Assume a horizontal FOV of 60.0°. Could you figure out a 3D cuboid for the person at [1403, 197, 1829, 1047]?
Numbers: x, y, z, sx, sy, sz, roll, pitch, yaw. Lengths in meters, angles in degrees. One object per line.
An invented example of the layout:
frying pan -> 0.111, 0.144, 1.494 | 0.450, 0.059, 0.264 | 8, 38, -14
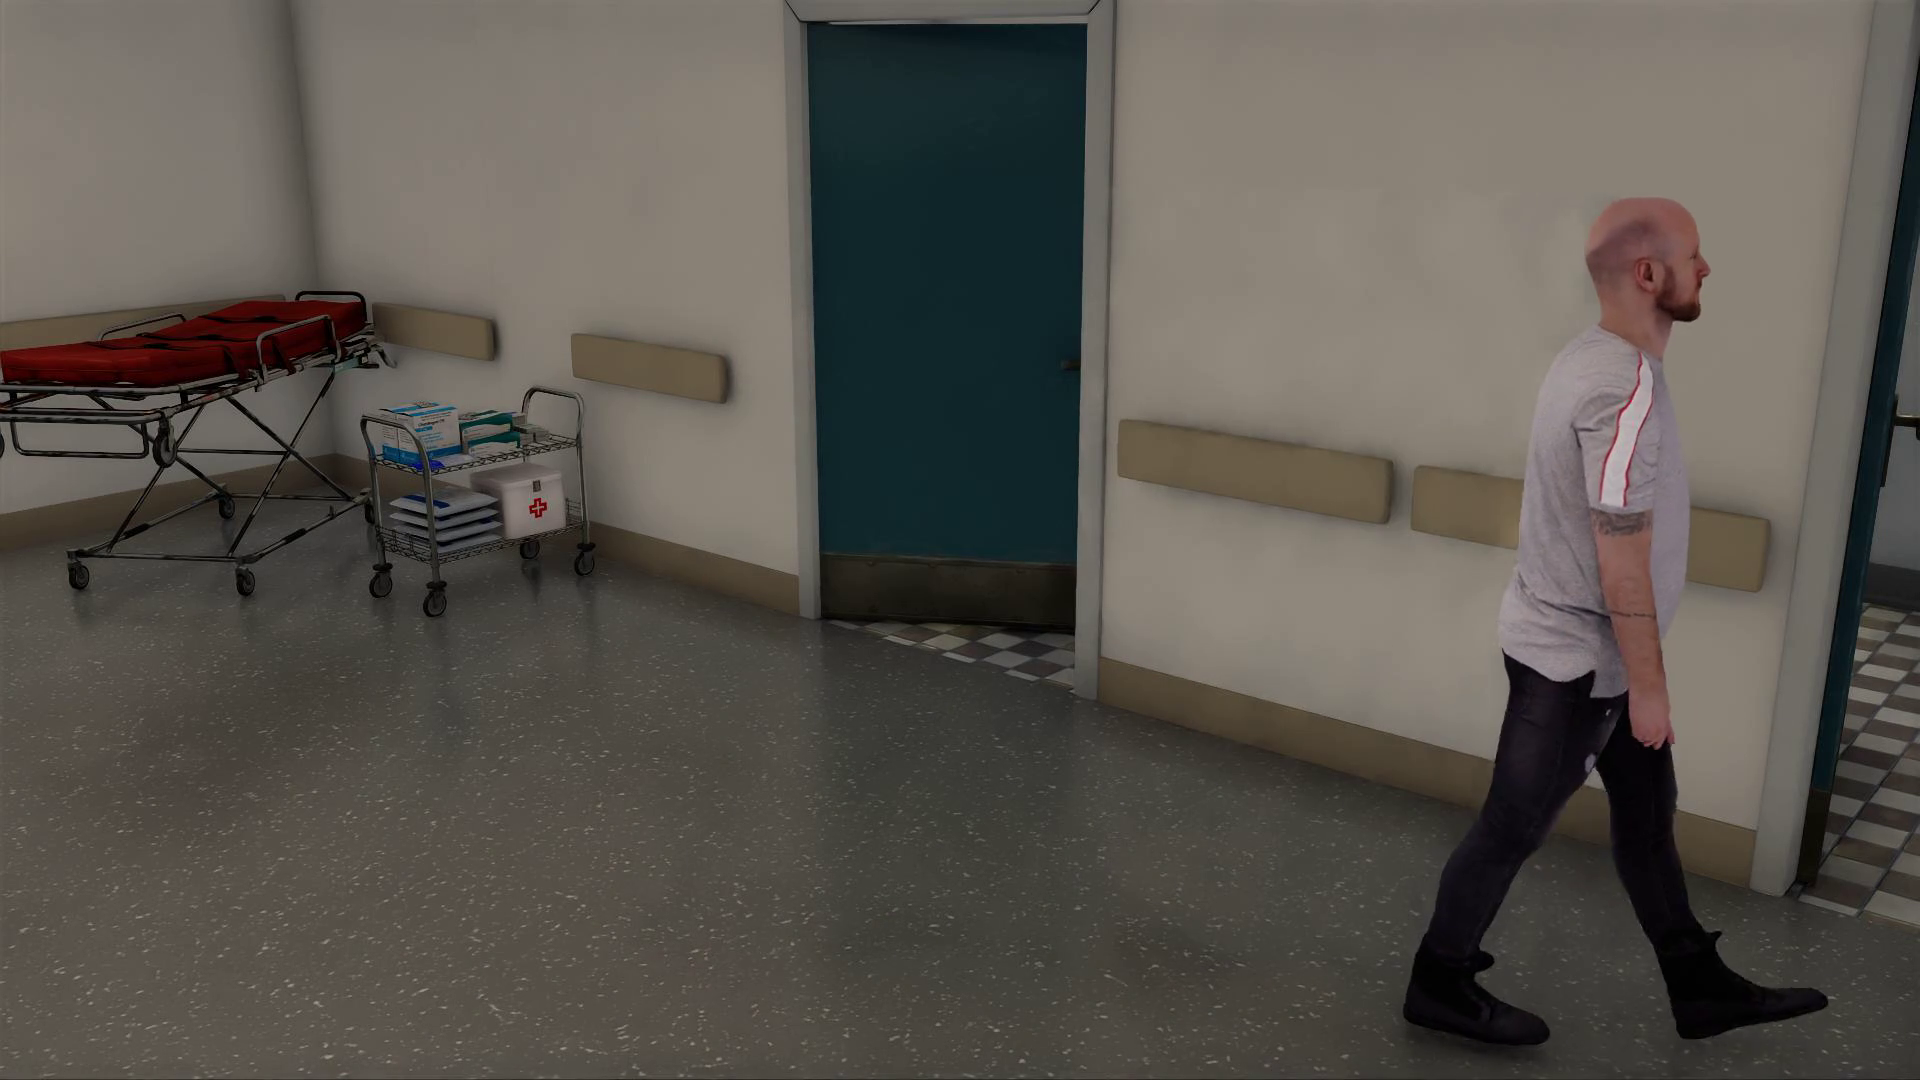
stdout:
person -> 1.179, 0.233, 3.415 | 1.178, 1.799, 0.922 | 6, 17, 20
